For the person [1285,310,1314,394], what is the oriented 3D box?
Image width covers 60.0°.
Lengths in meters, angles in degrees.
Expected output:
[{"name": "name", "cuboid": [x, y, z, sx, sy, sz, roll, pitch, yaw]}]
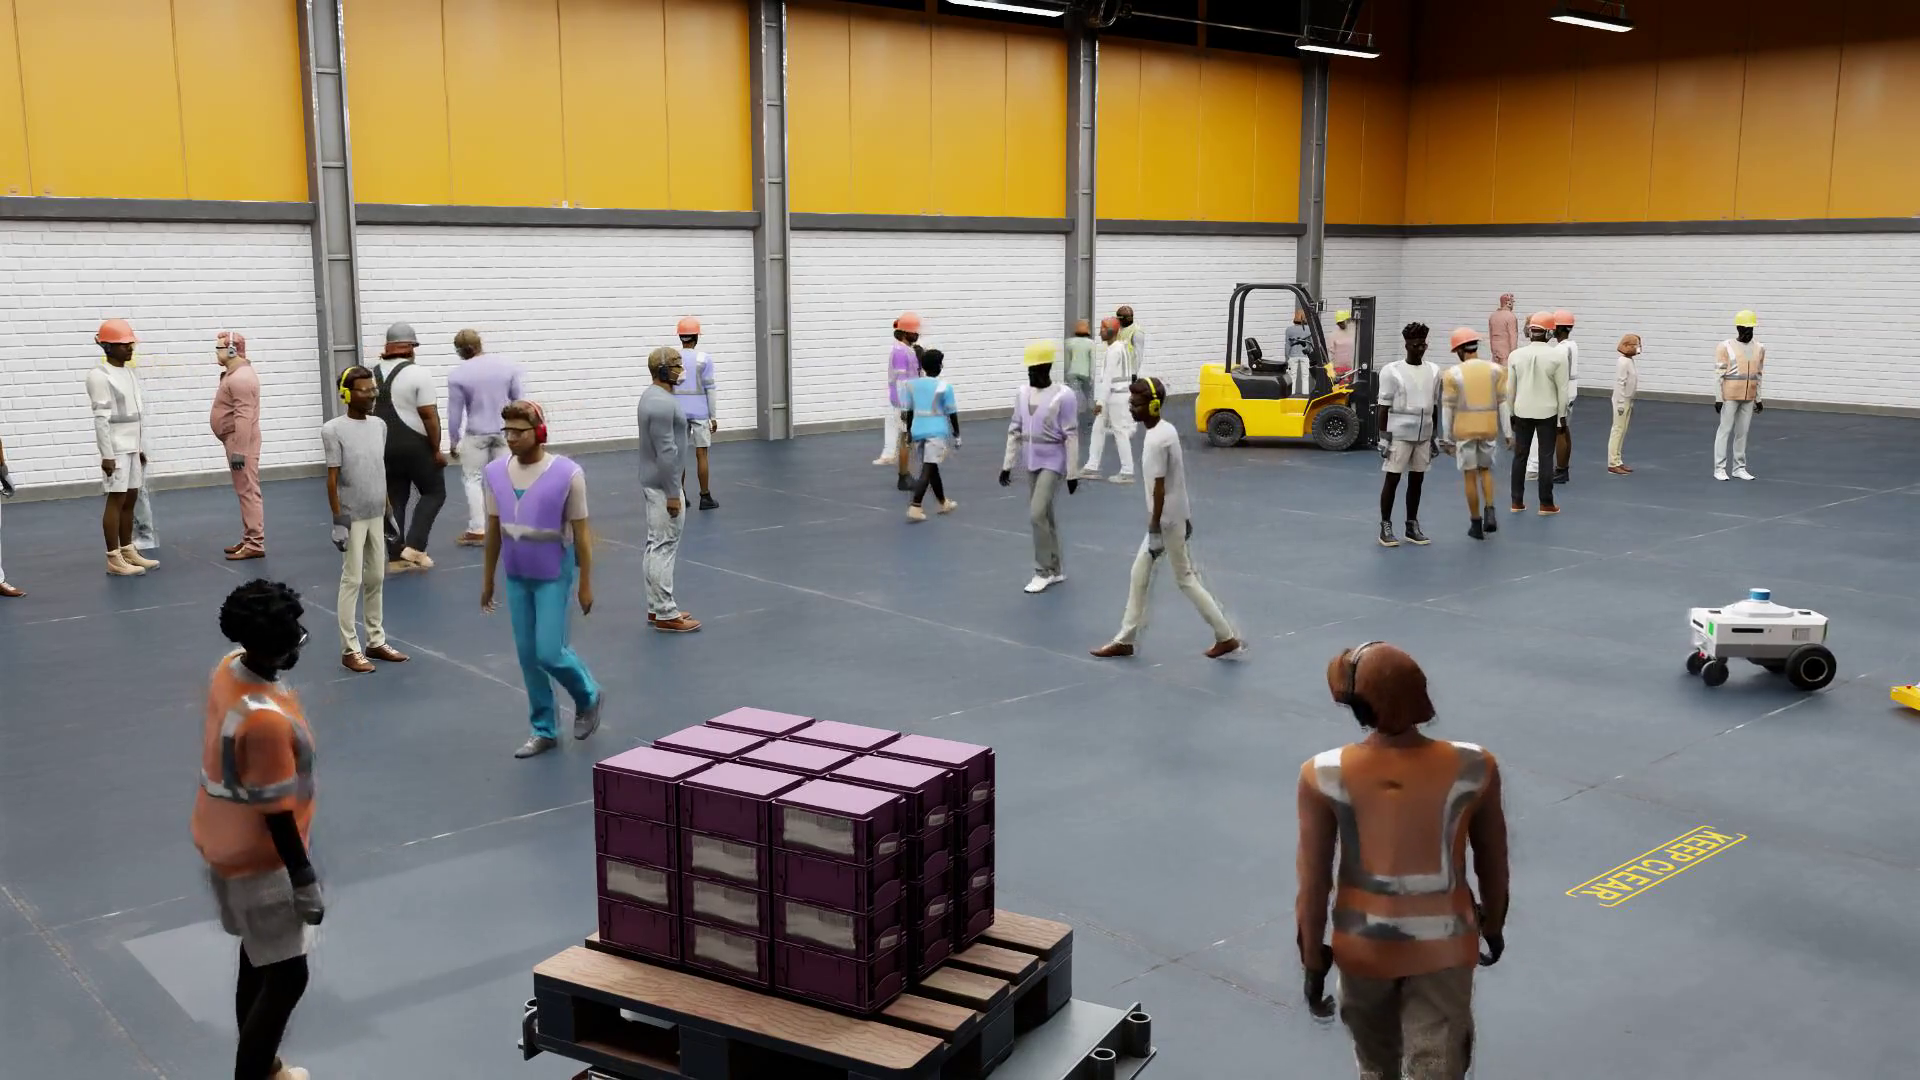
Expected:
[{"name": "person", "cuboid": [5.723, -3.056, 28.022, 0.507, 1.632, 0.274, 3, 10, 16]}]

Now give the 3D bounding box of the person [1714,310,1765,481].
[{"name": "person", "cuboid": [8.823, -1.632, 18.827, 0.589, 1.927, 0.369, -2, 10, -11]}]

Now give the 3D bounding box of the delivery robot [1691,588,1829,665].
[{"name": "delivery robot", "cuboid": [4.744, 0.533, 9.892, 0.707, 0.478, 0.477, 1, 10, 4]}]

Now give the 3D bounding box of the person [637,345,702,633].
[{"name": "person", "cuboid": [-1.989, -0.345, 11.255, 0.372, 1.940, 0.627, -3, 10, -18]}]

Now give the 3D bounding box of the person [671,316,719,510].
[{"name": "person", "cuboid": [-2.682, -1.263, 16.624, 0.545, 1.942, 0.350, 2, 10, 11]}]

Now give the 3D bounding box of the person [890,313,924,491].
[{"name": "person", "cuboid": [-0.570, -1.492, 18.062, 0.372, 1.917, 0.585, 1, 10, 5]}]

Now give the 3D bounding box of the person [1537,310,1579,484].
[{"name": "person", "cuboid": [6.689, -1.596, 18.582, 0.362, 1.939, 0.543, 6, 12, 33]}]

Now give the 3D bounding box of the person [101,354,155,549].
[{"name": "person", "cuboid": [-7.161, -0.756, 14.286, 0.399, 1.727, 0.484, -8, 13, -40]}]

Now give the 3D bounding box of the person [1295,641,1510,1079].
[{"name": "person", "cuboid": [1.094, 1.045, 4.151, 0.528, 1.581, 0.876, 3, 10, 17]}]

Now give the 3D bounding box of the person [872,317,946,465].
[{"name": "person", "cuboid": [-0.596, -1.807, 20.232, 0.905, 1.812, 0.633, -5, 11, -28]}]

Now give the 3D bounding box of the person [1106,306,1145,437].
[{"name": "person", "cuboid": [2.320, -2.369, 23.412, 0.429, 1.838, 0.621, -5, 11, -27]}]

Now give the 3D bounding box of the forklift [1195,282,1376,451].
[{"name": "forklift", "cuboid": [4.328, -2.346, 22.227, 2.313, 2.155, 1.214, 3, 10, 16]}]

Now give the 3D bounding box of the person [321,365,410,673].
[{"name": "person", "cuboid": [-3.658, -0.135, 10.220, 0.328, 1.876, 0.513, 4, 10, 22]}]

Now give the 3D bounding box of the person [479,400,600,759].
[{"name": "person", "cuboid": [-2.123, 0.190, 8.452, 0.583, 1.825, 0.462, 5, 11, 25]}]

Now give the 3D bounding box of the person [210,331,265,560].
[{"name": "person", "cuboid": [-6.063, -0.791, 13.965, 0.407, 1.908, 0.641, -4, 11, -23]}]

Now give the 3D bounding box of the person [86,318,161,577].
[{"name": "person", "cuboid": [-6.645, -0.735, 13.239, 0.387, 2.041, 0.615, -1, 10, -3]}]

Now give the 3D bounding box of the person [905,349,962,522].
[{"name": "person", "cuboid": [-0.264, -1.013, 16.015, 0.545, 1.646, 0.891, 7, 12, 36]}]

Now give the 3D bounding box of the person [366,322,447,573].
[{"name": "person", "cuboid": [-4.438, -0.749, 13.325, 0.709, 2.000, 0.546, 5, 11, 26]}]

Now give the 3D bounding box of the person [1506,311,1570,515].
[{"name": "person", "cuboid": [5.673, -1.242, 16.346, 0.612, 1.995, 0.376, 7, 12, 37]}]

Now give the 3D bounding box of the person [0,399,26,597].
[{"name": "person", "cuboid": [-7.181, -0.473, 12.194, 0.328, 1.876, 0.513, 3, 10, 16]}]

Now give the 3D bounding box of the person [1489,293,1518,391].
[{"name": "person", "cuboid": [9.172, -3.186, 27.984, 0.409, 1.909, 0.643, -3, 10, -19]}]

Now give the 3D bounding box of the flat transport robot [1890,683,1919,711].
[{"name": "flat transport robot", "cuboid": [5.991, 0.852, 9.123, 1.431, 0.197, 0.652, -1, 10, -6]}]

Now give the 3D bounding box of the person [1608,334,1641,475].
[{"name": "person", "cuboid": [7.768, -1.588, 19.422, 0.285, 1.633, 0.501, 7, 12, 34]}]

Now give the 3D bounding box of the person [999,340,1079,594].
[{"name": "person", "cuboid": [0.574, -0.556, 12.610, 0.703, 1.902, 0.613, -7, 12, -36]}]

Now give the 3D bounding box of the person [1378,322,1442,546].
[{"name": "person", "cuboid": [3.939, -0.924, 14.568, 0.613, 1.963, 0.362, -3, 10, -18]}]

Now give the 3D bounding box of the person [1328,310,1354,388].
[{"name": "person", "cuboid": [5.840, -2.618, 25.187, 0.574, 1.724, 0.447, 1, 10, 6]}]

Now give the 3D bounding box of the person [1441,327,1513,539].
[{"name": "person", "cuboid": [4.641, -0.961, 14.992, 0.636, 1.892, 0.486, 0, 10, 0]}]

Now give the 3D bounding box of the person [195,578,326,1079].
[{"name": "person", "cuboid": [-1.990, 0.911, 4.731, 0.340, 1.661, 0.620, -7, 12, -34]}]

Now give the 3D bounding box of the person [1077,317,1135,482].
[{"name": "person", "cuboid": [1.590, -1.560, 18.632, 0.836, 1.856, 0.580, 1, 10, 5]}]

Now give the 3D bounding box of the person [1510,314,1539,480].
[{"name": "person", "cuboid": [6.488, -1.616, 18.860, 0.345, 1.882, 0.584, 2, 10, 11]}]

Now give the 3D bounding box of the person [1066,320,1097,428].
[{"name": "person", "cuboid": [1.793, -2.411, 24.351, 0.514, 1.597, 0.825, 4, 11, 23]}]

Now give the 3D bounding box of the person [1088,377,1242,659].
[{"name": "person", "cuboid": [1.322, -0.126, 10.405, 0.939, 1.806, 0.563, 0, 10, 3]}]

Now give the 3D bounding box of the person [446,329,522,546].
[{"name": "person", "cuboid": [-4.155, -0.892, 14.593, 0.714, 1.902, 0.388, -6, 11, -32]}]
